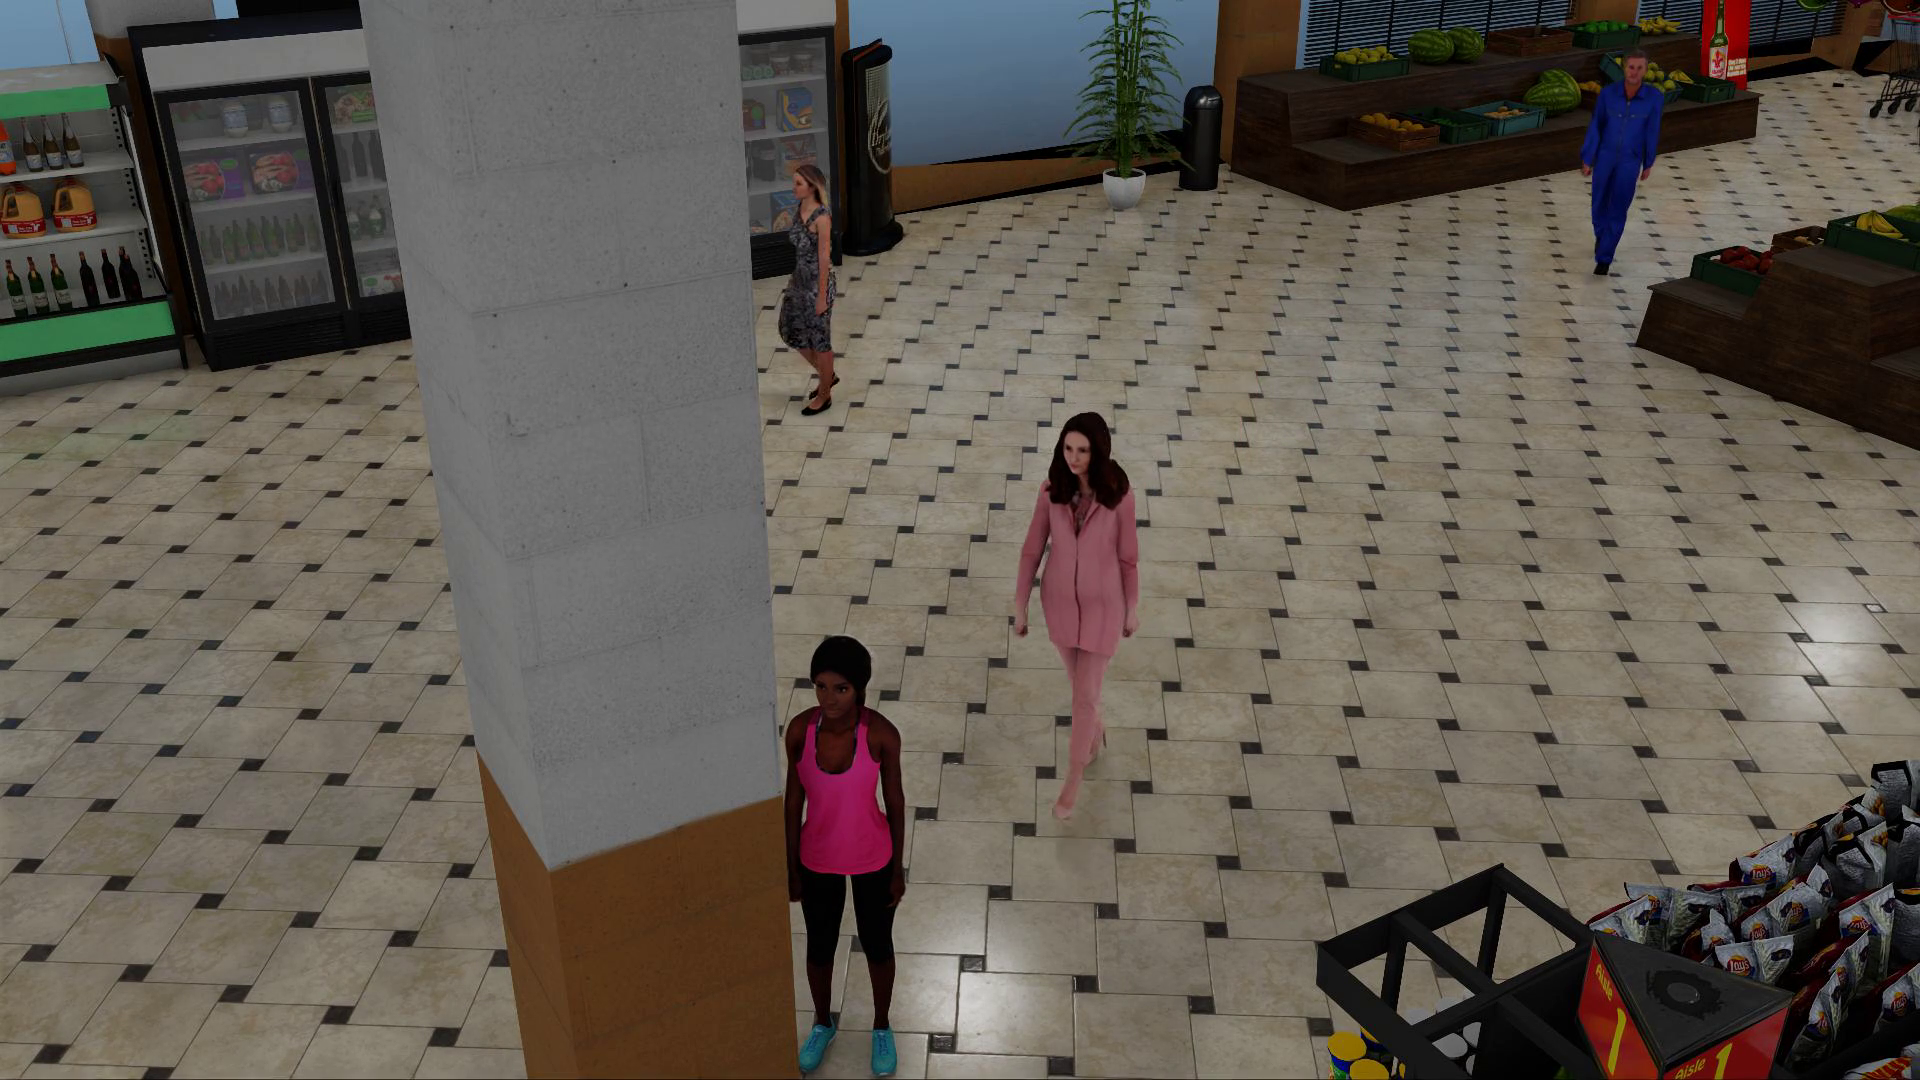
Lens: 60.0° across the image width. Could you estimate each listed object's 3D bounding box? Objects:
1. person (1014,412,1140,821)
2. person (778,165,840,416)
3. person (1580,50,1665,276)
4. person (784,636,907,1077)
[{"bbox_3d":[0.566,0.255,7.209,1.014,1.770,1.133,11,29,20],"label":"person"},{"bbox_3d":[-0.891,-1.676,11.098,0.624,1.696,0.586,-15,31,-28],"label":"person"},{"bbox_3d":[5.526,-3.182,13.967,1.139,1.787,1.319,13,30,24],"label":"person"},{"bbox_3d":[-0.381,1.078,5.636,0.643,1.724,0.723,2,27,4],"label":"person"}]
